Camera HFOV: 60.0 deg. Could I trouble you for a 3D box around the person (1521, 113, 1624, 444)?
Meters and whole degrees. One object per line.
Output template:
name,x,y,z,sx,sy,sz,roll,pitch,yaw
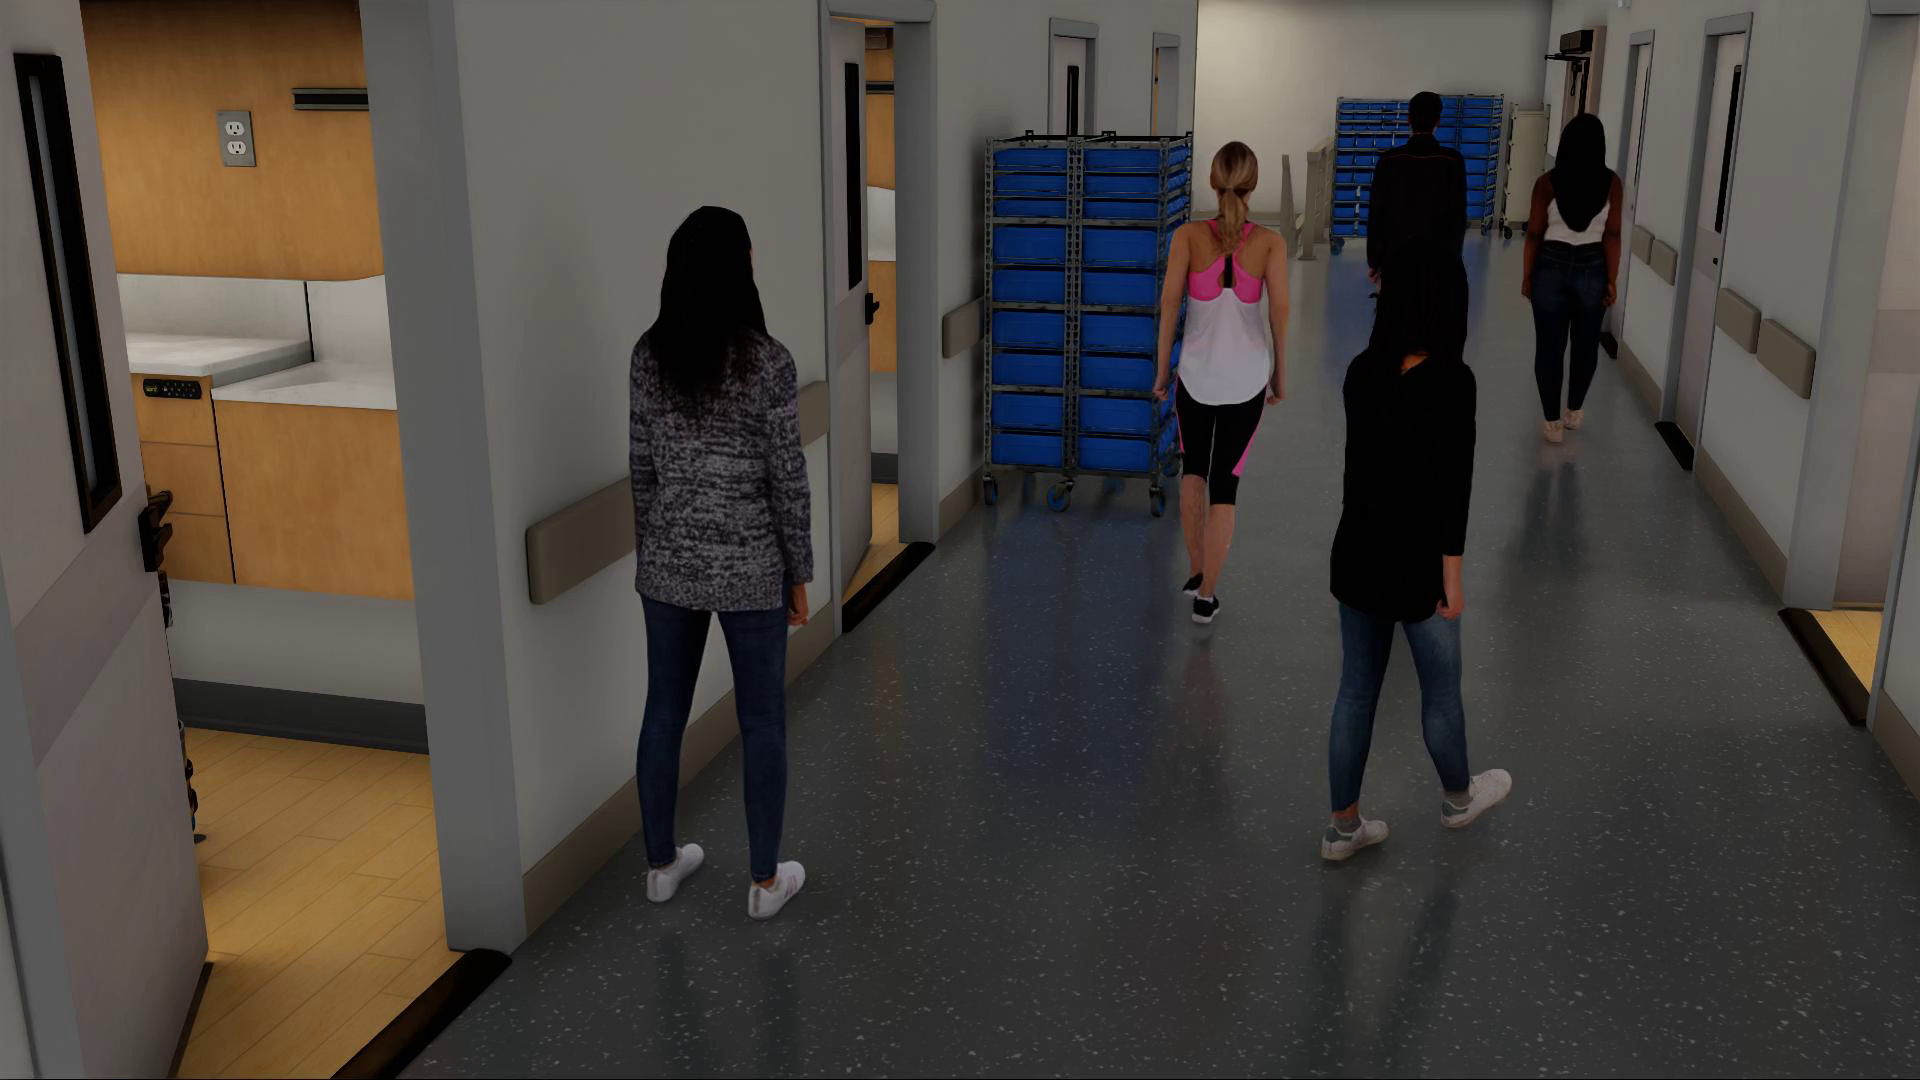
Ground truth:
person,3.371,-1.411,9.175,0.679,1.787,0.866,5,17,17

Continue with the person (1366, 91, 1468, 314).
person,2.554,-1.531,9.349,0.689,1.925,0.591,5,16,17

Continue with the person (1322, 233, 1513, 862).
person,1.081,0.059,4.256,0.982,1.628,0.873,-13,20,-38

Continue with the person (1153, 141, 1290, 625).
person,0.948,-0.540,6.110,0.634,1.775,0.589,4,16,13

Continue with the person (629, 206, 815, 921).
person,-0.597,0.067,4.043,0.611,1.727,0.536,4,16,15
